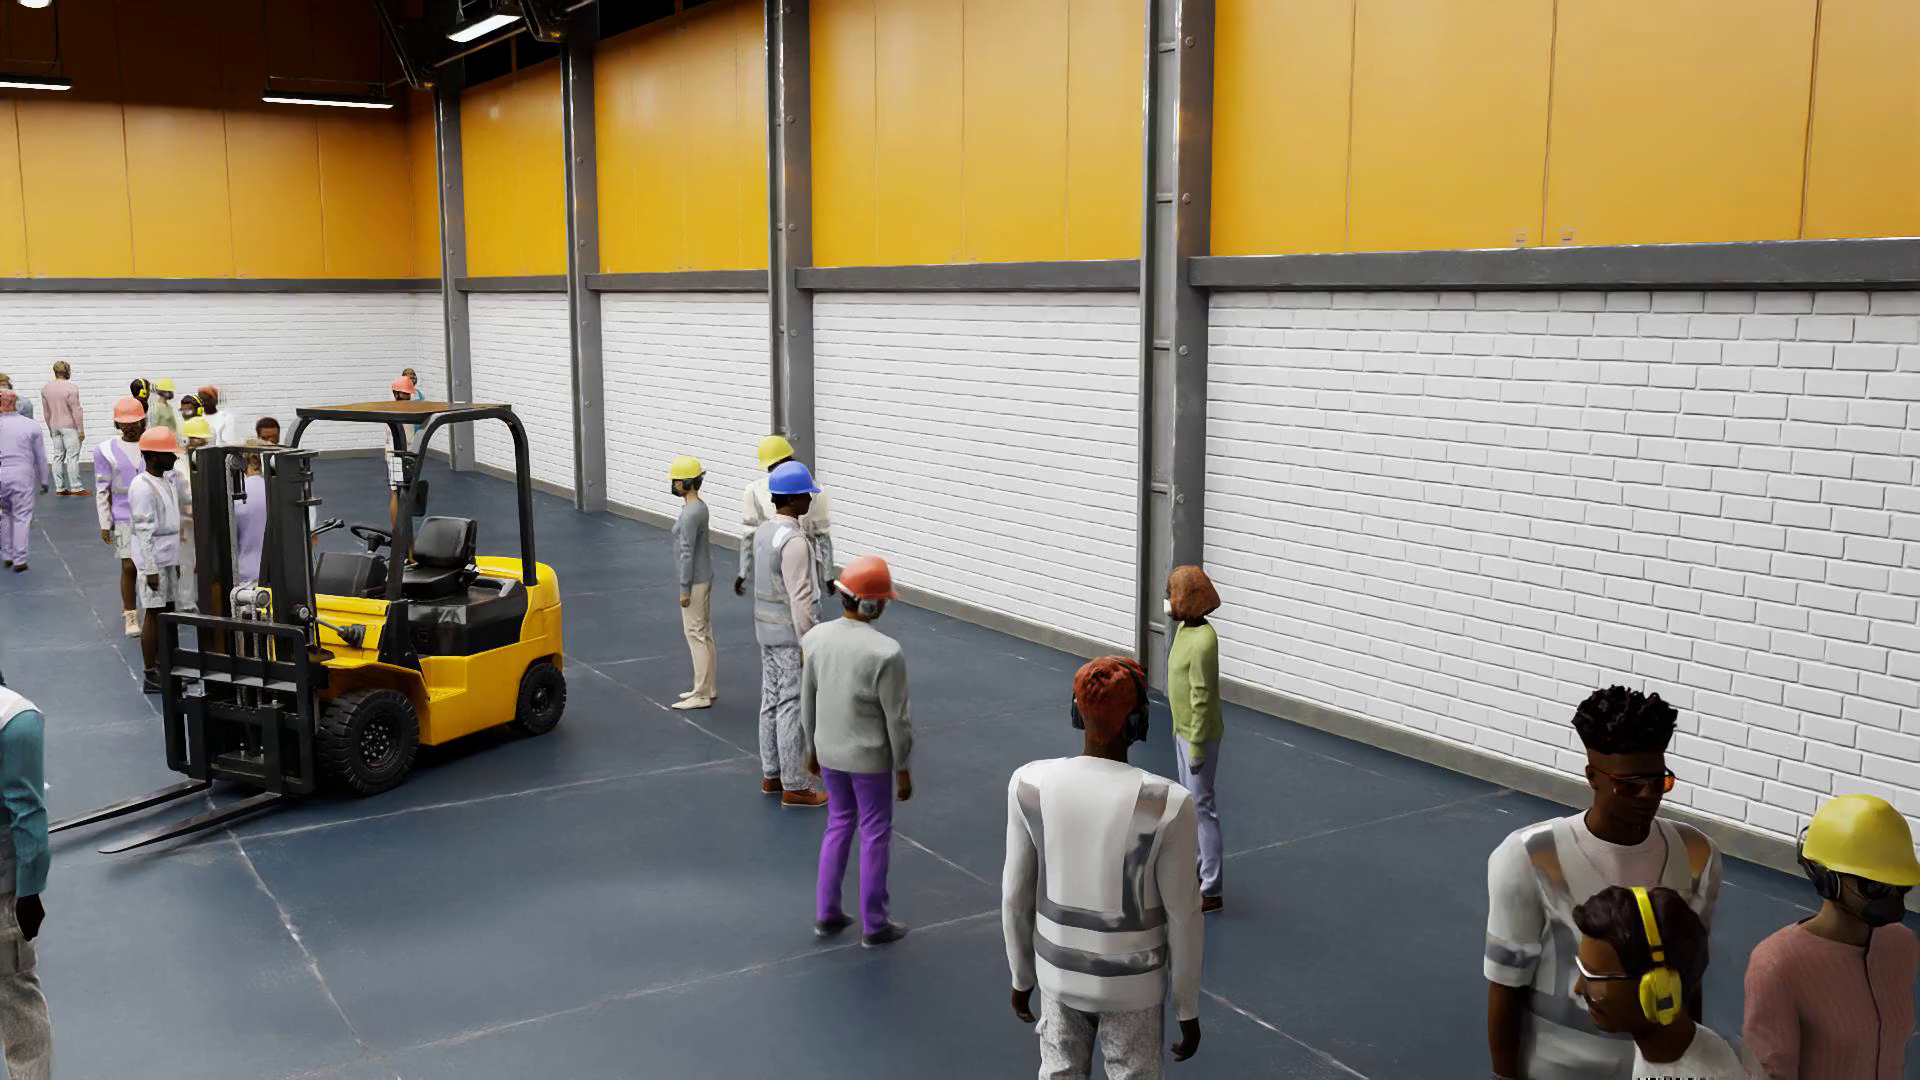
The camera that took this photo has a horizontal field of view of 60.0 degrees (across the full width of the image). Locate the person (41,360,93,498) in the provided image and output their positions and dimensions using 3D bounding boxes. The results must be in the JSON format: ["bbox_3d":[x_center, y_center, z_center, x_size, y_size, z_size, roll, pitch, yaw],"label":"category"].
[{"bbox_3d":[-12.596,-1.555,23.424,0.627,1.940,0.372,3,9,18],"label":"person"}]

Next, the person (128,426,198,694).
[{"bbox_3d":[-5.758,0.143,12.015,0.387,1.930,0.544,-1,9,-7],"label":"person"}]

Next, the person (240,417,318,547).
[{"bbox_3d":[-5.784,-0.124,14.044,0.587,1.871,1.011,-6,11,-37],"label":"person"}]

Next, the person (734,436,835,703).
[{"bbox_3d":[-1.233,0.211,11.668,0.693,1.891,0.451,-1,8,-4],"label":"person"}]

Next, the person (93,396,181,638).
[{"bbox_3d":[-6.882,-0.190,13.944,0.615,2.029,0.409,-5,10,-31],"label":"person"}]

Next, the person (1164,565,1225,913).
[{"bbox_3d":[1.085,0.924,7.784,0.287,1.626,0.497,-1,8,-3],"label":"person"}]

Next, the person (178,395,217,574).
[{"bbox_3d":[-7.760,-0.552,16.942,0.517,1.860,0.321,4,9,25],"label":"person"}]

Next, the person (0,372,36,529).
[{"bbox_3d":[-11.590,-1.074,20.233,0.634,1.930,0.384,-4,9,-27],"label":"person"}]

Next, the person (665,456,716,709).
[{"bbox_3d":[-1.877,0.293,11.586,0.326,1.762,0.526,0,8,0],"label":"person"}]

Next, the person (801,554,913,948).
[{"bbox_3d":[-0.441,0.926,7.354,0.570,1.752,0.340,7,11,38],"label":"person"}]

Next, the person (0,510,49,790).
[{"bbox_3d":[-5.558,0.601,9.120,0.590,1.881,0.964,4,9,23],"label":"person"}]

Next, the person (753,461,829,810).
[{"bbox_3d":[-0.959,0.529,9.346,0.389,1.949,0.603,-4,9,-27],"label":"person"}]

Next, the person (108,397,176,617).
[{"bbox_3d":[-7.294,-0.298,14.859,0.614,1.963,0.362,-5,10,-29],"label":"person"}]

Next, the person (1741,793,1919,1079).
[{"bbox_3d":[1.999,1.438,3.831,0.523,1.769,0.324,-4,9,-25],"label":"person"}]

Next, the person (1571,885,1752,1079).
[{"bbox_3d":[1.424,1.532,3.143,0.948,1.798,0.559,2,9,15],"label":"person"}]

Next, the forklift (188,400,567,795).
[{"bbox_3d":[-3.529,0.258,10.348,1.214,2.155,2.313,4,9,25],"label":"forklift"}]

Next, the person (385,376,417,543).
[{"bbox_3d":[-6.389,-0.910,19.098,0.376,1.933,0.545,0,8,-3],"label":"person"}]

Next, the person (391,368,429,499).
[{"bbox_3d":[-7.647,-1.467,23.146,0.327,1.843,0.516,7,11,40],"label":"person"}]

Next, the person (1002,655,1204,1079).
[{"bbox_3d":[0.403,1.253,4.680,0.585,1.882,0.337,4,9,27],"label":"person"}]

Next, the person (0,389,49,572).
[{"bbox_3d":[-9.900,-0.634,17.415,0.666,1.869,0.858,-3,9,-22],"label":"person"}]

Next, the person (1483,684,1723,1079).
[{"bbox_3d":[1.553,1.307,4.044,0.608,1.966,0.374,-2,9,-11],"label":"person"}]

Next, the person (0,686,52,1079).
[{"bbox_3d":[-3.275,1.111,5.472,0.604,1.939,0.415,2,9,13],"label":"person"}]

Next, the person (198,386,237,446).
[{"bbox_3d":[-8.374,-0.786,18.558,0.574,1.835,0.982,1,9,9],"label":"person"}]
